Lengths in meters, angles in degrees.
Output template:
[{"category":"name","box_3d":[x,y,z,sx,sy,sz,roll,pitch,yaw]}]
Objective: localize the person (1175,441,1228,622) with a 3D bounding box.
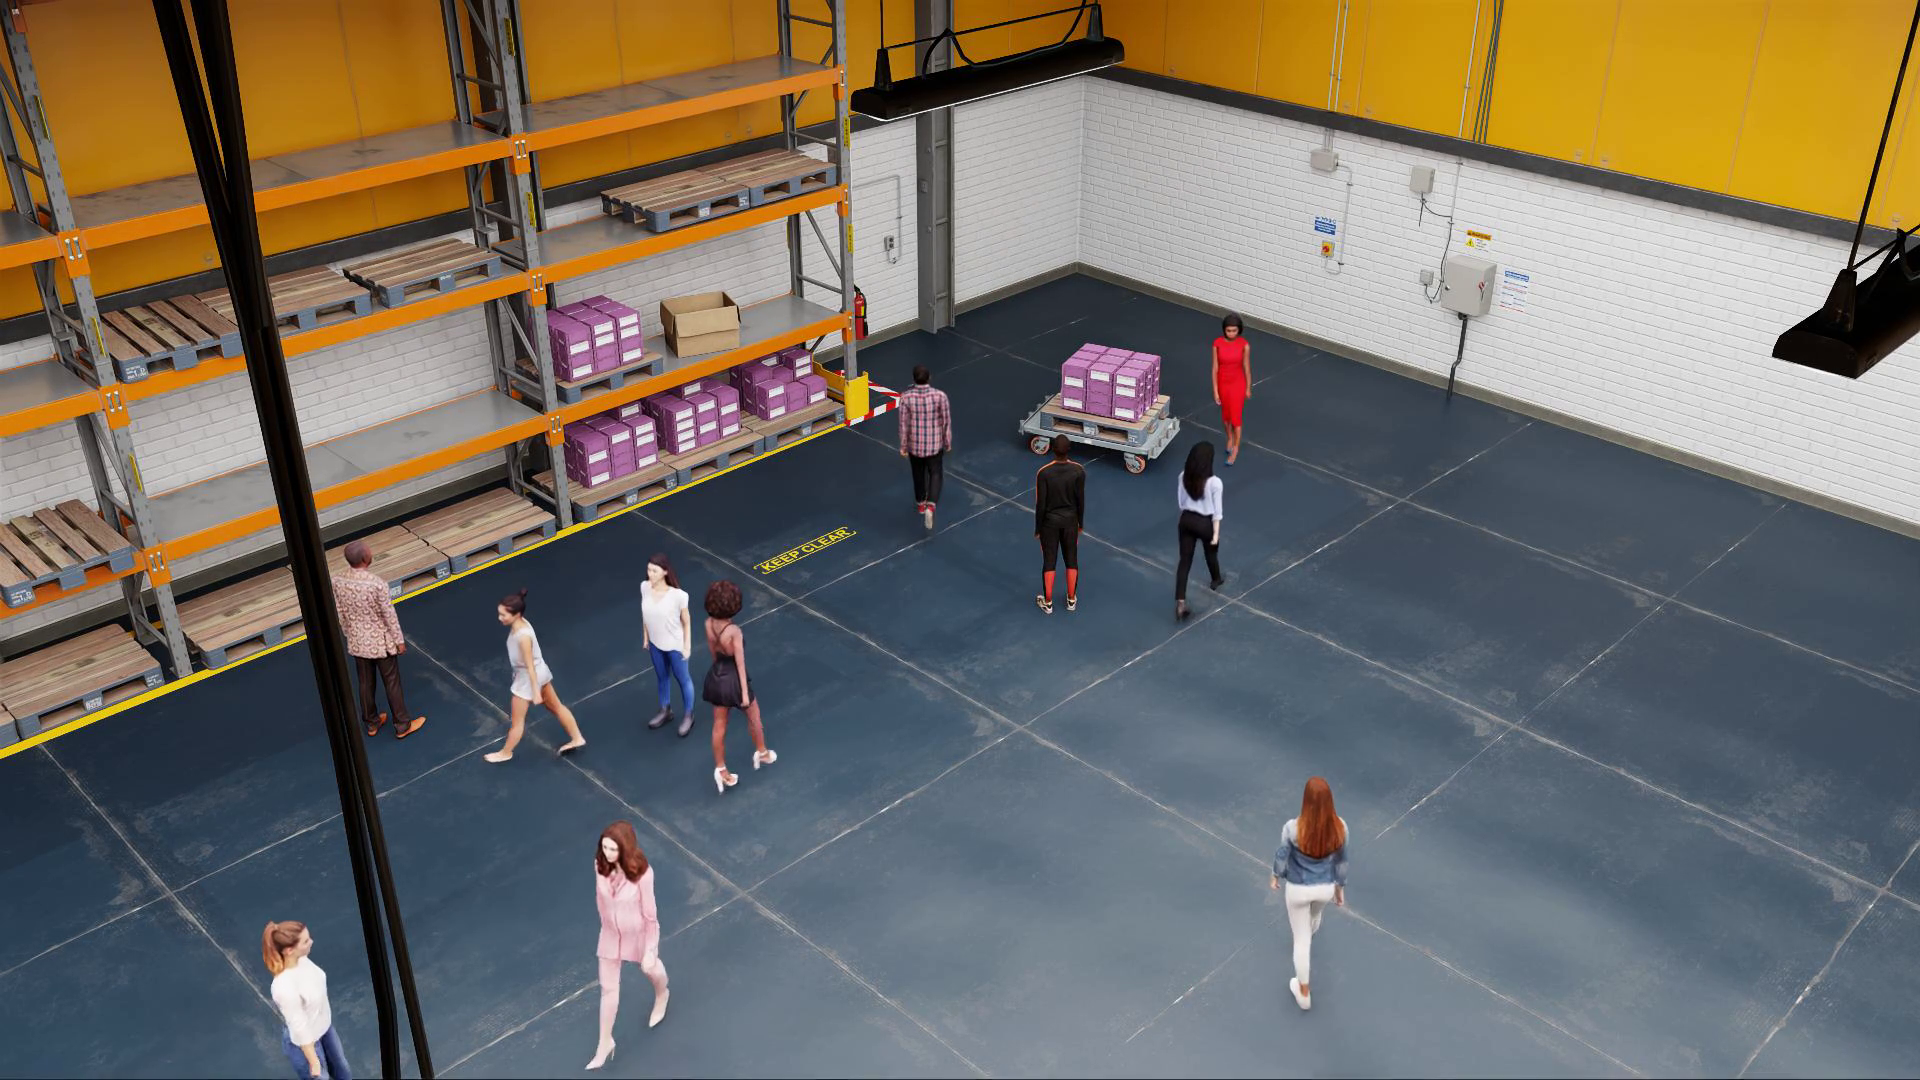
[{"category":"person","box_3d":[2.146,-0.048,15.402,0.808,1.705,1.158,18,33,29]}]

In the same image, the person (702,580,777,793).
[{"category":"person","box_3d":[-1.884,1.204,13.060,0.719,1.750,0.891,20,34,32]}]

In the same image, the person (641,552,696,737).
[{"category":"person","box_3d":[-2.409,0.855,13.767,0.670,1.684,0.641,13,31,22]}]

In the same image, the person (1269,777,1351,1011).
[{"category":"person","box_3d":[2.337,2.378,10.995,1.056,1.667,1.067,-3,29,-5]}]

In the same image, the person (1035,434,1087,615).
[{"category":"person","box_3d":[0.929,-0.161,15.501,0.663,1.808,0.759,-4,29,-8]}]

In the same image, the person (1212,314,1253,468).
[{"category":"person","box_3d":[2.999,-1.720,18.454,0.855,1.717,0.979,6,29,11]}]

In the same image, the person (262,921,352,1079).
[{"category":"person","box_3d":[-3.942,2.980,9.849,1.074,1.706,0.969,-2,29,-4]}]

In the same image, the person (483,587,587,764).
[{"category":"person","box_3d":[-3.387,1.104,13.416,1.137,1.585,0.916,-8,30,-15]}]

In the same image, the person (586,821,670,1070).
[{"category":"person","box_3d":[-2.065,2.478,10.707,0.929,1.766,1.149,11,30,19]}]

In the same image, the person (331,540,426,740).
[{"category":"person","box_3d":[-4.842,0.820,13.702,0.787,1.808,0.782,7,29,12]}]

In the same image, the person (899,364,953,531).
[{"category":"person","box_3d":[-0.351,-0.961,17.039,1.045,1.741,1.135,2,29,3]}]
